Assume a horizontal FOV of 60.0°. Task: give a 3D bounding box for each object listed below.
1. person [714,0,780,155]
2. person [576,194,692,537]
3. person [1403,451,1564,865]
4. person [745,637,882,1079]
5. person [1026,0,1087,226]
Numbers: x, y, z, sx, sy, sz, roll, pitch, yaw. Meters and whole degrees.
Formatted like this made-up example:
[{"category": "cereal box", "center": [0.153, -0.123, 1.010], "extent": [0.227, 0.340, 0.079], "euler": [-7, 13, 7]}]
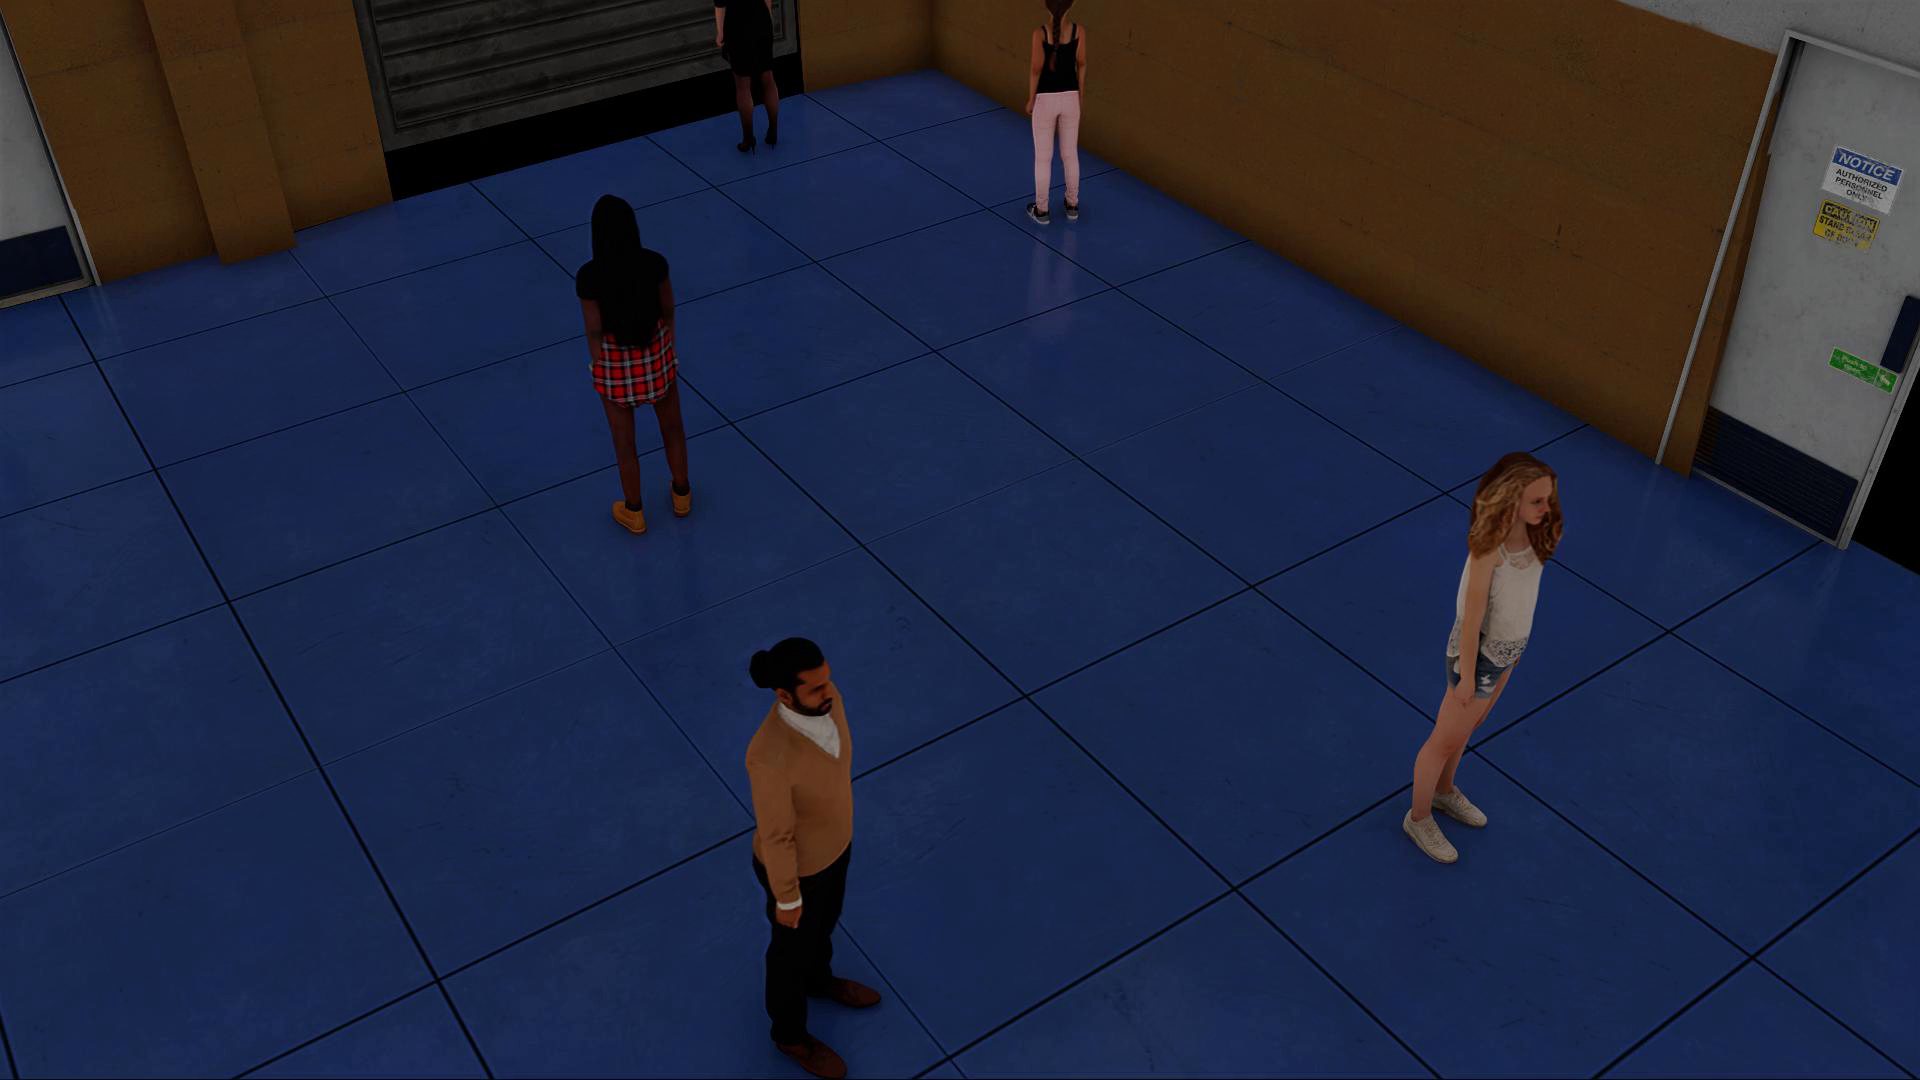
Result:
[{"category": "person", "center": [-1.450, -3.472, 11.338], "extent": [0.460, 1.706, 0.659], "euler": [-19, 41, -24]}, {"category": "person", "center": [-1.520, -0.813, 7.790], "extent": [0.539, 1.729, 0.671], "euler": [-20, 41, -24]}, {"category": "person", "center": [1.901, 0.424, 6.117], "extent": [0.672, 1.759, 0.528], "euler": [29, 45, 33]}, {"category": "person", "center": [-0.494, 0.998, 5.358], "extent": [0.810, 1.753, 0.716], "euler": [11, 38, 15]}, {"category": "person", "center": [0.610, -2.769, 10.533], "extent": [0.541, 1.564, 0.662], "euler": [-9, 38, -12]}]
